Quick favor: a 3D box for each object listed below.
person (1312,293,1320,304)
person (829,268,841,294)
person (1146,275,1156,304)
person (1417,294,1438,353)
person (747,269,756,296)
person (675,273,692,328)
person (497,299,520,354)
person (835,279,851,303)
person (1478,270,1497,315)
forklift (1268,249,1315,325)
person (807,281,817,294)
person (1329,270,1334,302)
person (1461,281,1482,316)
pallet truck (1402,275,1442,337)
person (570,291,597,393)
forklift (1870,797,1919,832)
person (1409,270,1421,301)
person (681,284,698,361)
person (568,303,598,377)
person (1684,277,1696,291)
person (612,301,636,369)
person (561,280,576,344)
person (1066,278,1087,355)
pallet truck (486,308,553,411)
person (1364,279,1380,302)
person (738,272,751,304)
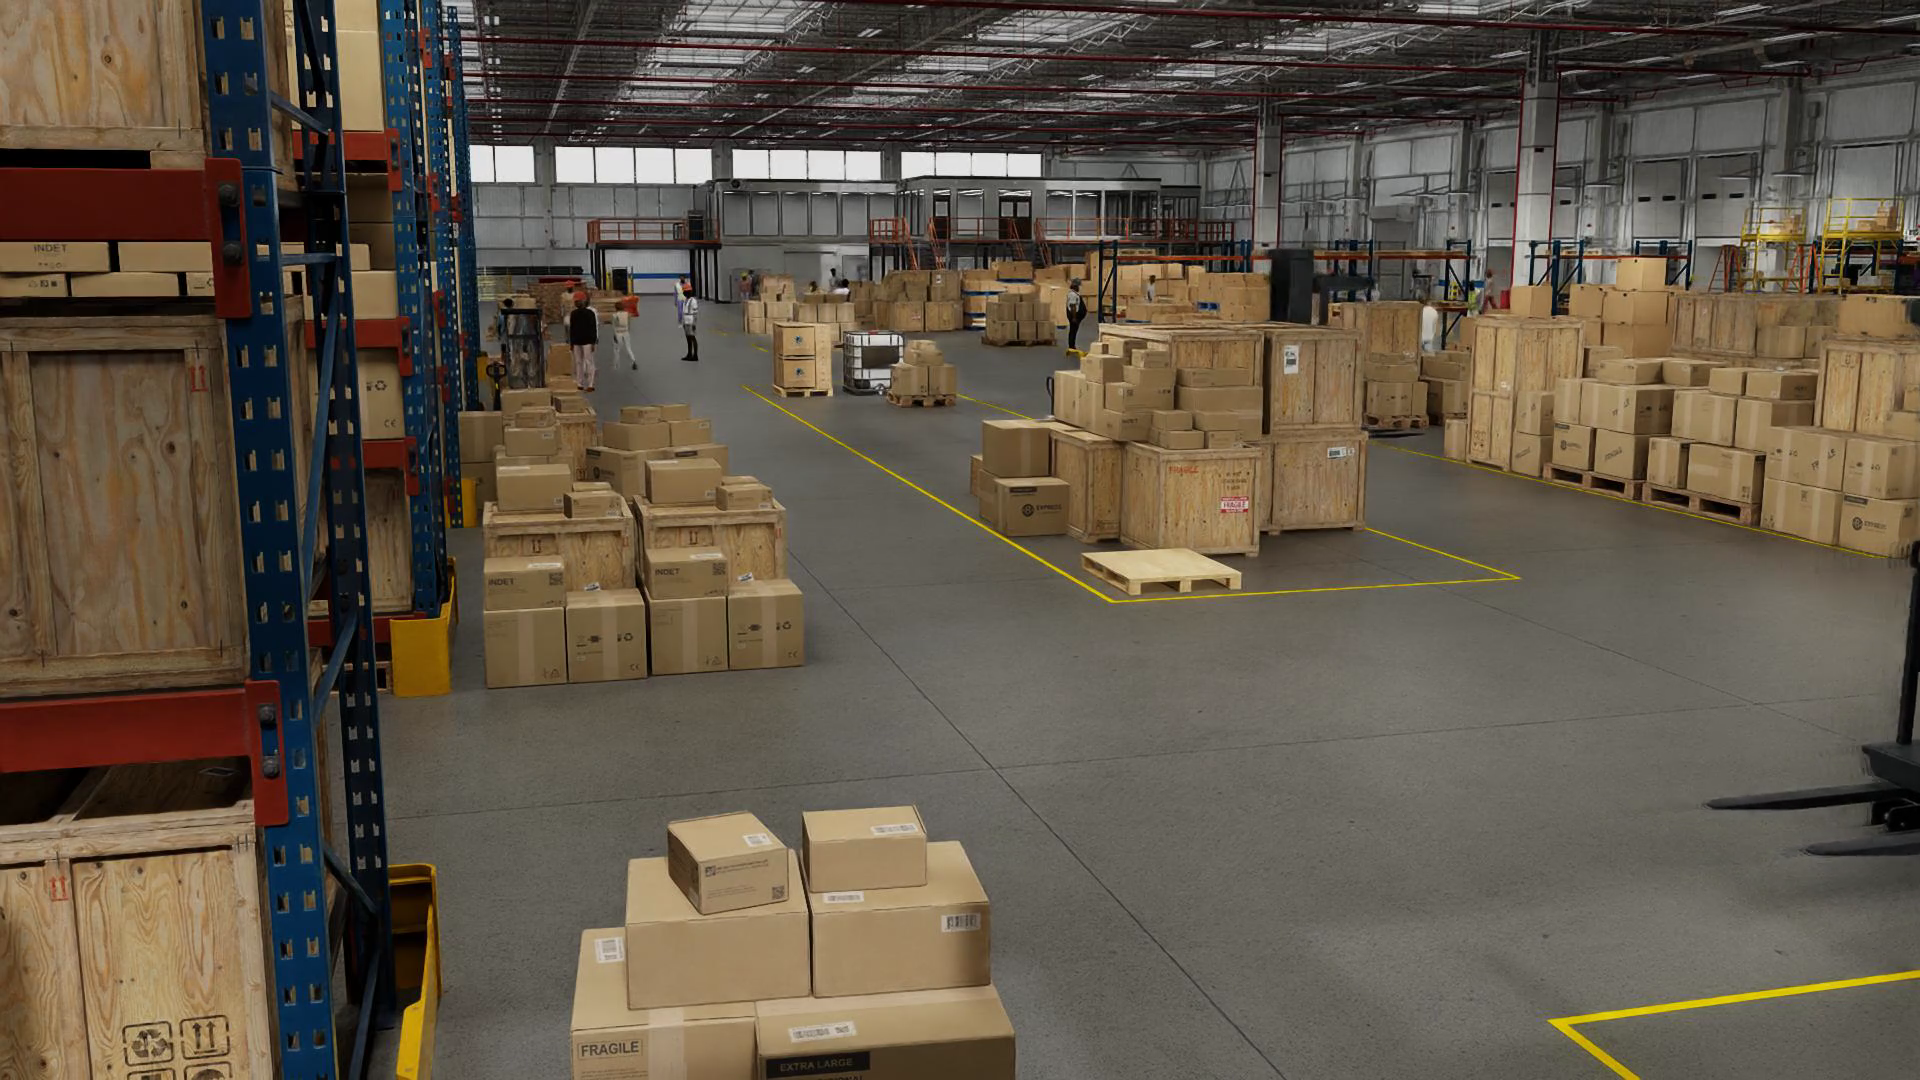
[{"bbox_3d":[11.782,-7.739,55.336,0.536,1.699,0.321,2,10,10],"label":"person"},{"bbox_3d":[-5.489,-10.994,73.077,0.615,1.948,0.780,4,11,23],"label":"person"},{"bbox_3d":[6.927,-8.761,60.770,0.966,1.833,0.498,9,13,42],"label":"person"},{"bbox_3d":[9.507,-4.106,34.261,0.639,1.886,1.033,-2,10,-11],"label":"person"},{"bbox_3d":[-9.625,-11.484,76.180,0.554,1.821,0.743,-9,13,-42],"label":"person"},{"bbox_3d":[-9.768,-8.441,58.695,0.597,1.916,0.371,-1,10,-6],"label":"person"},{"bbox_3d":[-10.389,-4.706,38.243,0.552,1.658,0.803,-1,10,-6],"label":"person"},{"bbox_3d":[-3.686,-7.192,51.800,0.608,1.869,0.923,5,11,27],"label":"person"},{"bbox_3d":[20.941,-9.728,65.931,0.979,1.945,0.608,7,12,36],"label":"person"},{"bbox_3d":[4.752,-2.819,24.137,1.873,2.768,1.129,-2,10,-12],"label":"forklift"},{"bbox_3d":[-4.223,-6.717,49.191,0.953,1.831,0.518,5,11,24],"label":"person"},{"bbox_3d":[15.482,-10.302,69.320,0.552,1.881,0.997,7,12,35],"label":"person"},{"bbox_3d":[16.046,-7.214,52.129,0.639,1.801,0.811,5,11,26],"label":"person"},{"bbox_3d":[14.620,-7.324,52.145,0.823,1.965,1.885,8,13,40],"label":"pallet truck"},{"bbox_3d":[-7.416,-3.880,32.646,0.625,1.992,0.389,5,11,28],"label":"person"},{"bbox_3d":[5.520,0.093,7.645,1.873,2.768,1.129,-3,10,-15],"label":"forklift"},{"bbox_3d":[21.074,-11.575,76.794,0.739,1.799,0.783,-3,11,-18],"label":"person"},{"bbox_3d":[-6.805,-5.456,41.737,0.376,1.935,0.550,-8,13,-37],"label":"person"},{"bbox_3d":[-8.259,-4.438,36.267,0.563,1.839,0.945,5,11,26],"label":"person"},{"bbox_3d":[24.776,-8.060,56.704,1.022,1.869,0.587,-6,12,-30],"label":"person"},{"bbox_3d":[-7.857,-4.764,38.777,0.510,1.600,0.772,-8,13,-39],"label":"person"},{"bbox_3d":[-10.991,-6.341,46.840,0.575,1.900,0.900,0,10,0],"label":"person"},{"bbox_3d":[3.100,-5.952,44.255,0.535,2.000,0.685,1,10,4],"label":"person"},{"bbox_3d":[-6.242,-2.418,24.362,0.823,1.965,1.885,1,10,3],"label":"pallet truck"},{"bbox_3d":[12.073,-6.693,48.764,0.646,1.928,0.536,-8,13,-38],"label":"person"},{"bbox_3d":[-9.374,-10.780,72.412,0.530,1.752,0.356,1,10,3],"label":"person"}]
